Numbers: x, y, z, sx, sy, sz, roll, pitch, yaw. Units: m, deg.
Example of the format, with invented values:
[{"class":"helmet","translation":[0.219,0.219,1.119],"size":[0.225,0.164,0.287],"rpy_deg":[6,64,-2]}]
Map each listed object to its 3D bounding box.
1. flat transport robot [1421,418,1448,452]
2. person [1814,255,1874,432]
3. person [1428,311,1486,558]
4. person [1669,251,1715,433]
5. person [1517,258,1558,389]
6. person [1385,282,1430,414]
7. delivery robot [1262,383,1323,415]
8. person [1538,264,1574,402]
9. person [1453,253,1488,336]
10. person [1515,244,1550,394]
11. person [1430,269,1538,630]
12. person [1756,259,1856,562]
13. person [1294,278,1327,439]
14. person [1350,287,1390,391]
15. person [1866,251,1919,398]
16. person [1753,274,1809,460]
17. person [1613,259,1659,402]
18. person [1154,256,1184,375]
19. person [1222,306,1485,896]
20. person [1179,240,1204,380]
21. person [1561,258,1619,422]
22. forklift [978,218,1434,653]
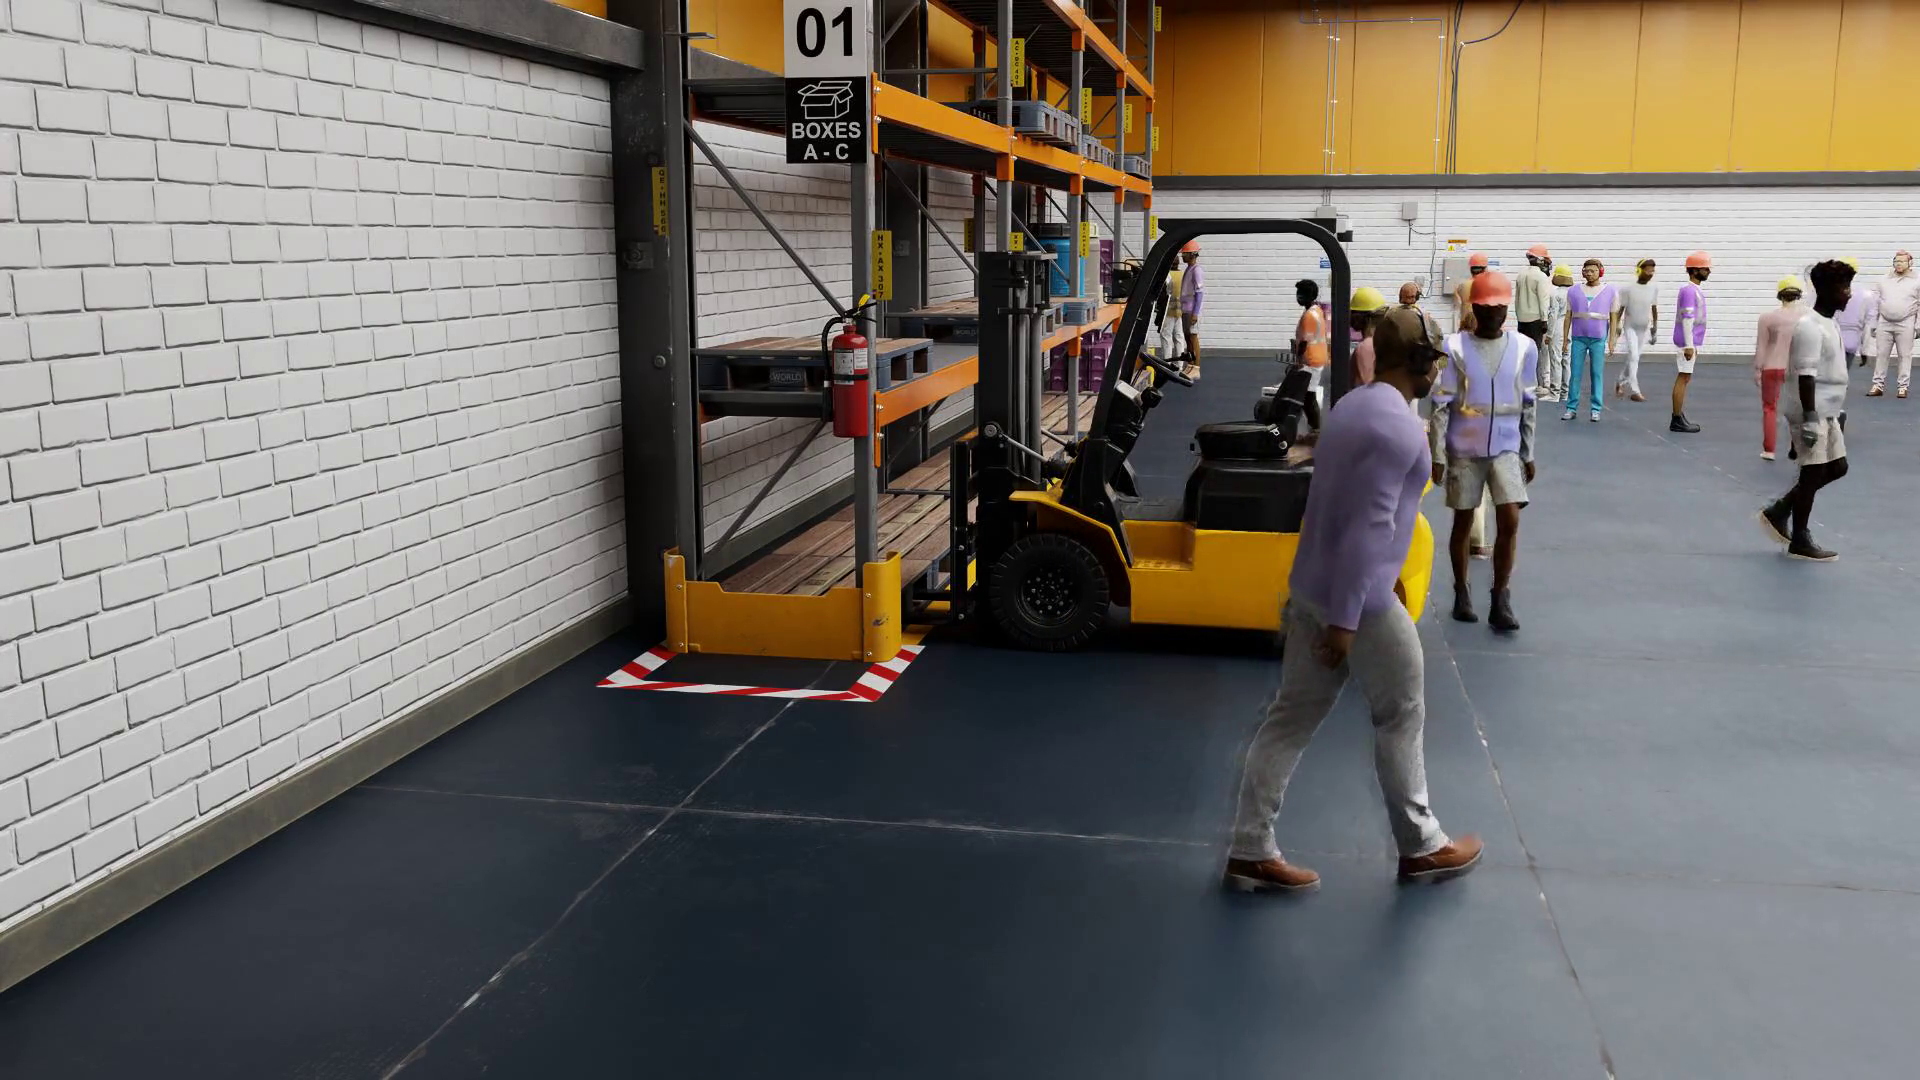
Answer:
[{"class":"flat transport robot","translation":[4.648,-1.057,16.594],"size":[0.652,0.197,1.431],"rpy_deg":[5,12,27]},{"class":"person","translation":[9.364,-2.069,17.680],"size":[0.591,1.904,0.816],"rpy_deg":[2,10,9]},{"class":"person","translation":[3.372,-0.707,11.010],"size":[0.522,1.603,0.673],"rpy_deg":[-3,11,-16]},{"class":"person","translation":[7.872,-2.130,17.903],"size":[0.362,1.939,0.542],"rpy_deg":[5,11,25]},{"class":"person","translation":[7.989,-2.993,22.901],"size":[0.629,1.843,0.429],"rpy_deg":[3,11,14]},{"class":"person","translation":[4.557,-1.811,17.014],"size":[0.511,1.630,0.317],"rpy_deg":[9,14,40]},{"class":"delivery robot","translation":[3.724,-1.615,18.617],"size":[0.707,0.478,0.477],"rpy_deg":[-6,12,-32]},{"class":"person","translation":[7.635,-2.636,21.206],"size":[0.487,1.746,0.287],"rpy_deg":[-8,13,-37]},{"class":"person","translation":[6.499,-2.659,20.977],"size":[0.549,1.892,1.009],"rpy_deg":[8,13,36]},{"class":"person","translation":[7.669,-2.953,22.261],"size":[0.385,1.994,0.611],"rpy_deg":[-3,11,-17]},{"class":"person","translation":[2.804,-0.464,8.829],"size":[0.586,1.913,0.758],"rpy_deg":[1,10,4]},{"class":"person","translation":[5.525,-0.834,10.766],"size":[0.463,1.948,0.639],"rpy_deg":[8,13,37]},{"class":"person","translation":[3.489,-1.778,16.678],"size":[0.395,1.675,0.544],"rpy_deg":[4,11,19]},{"class":"person","translation":[2.631,-0.755,10.835],"size":[0.316,1.769,0.523],"rpy_deg":[6,12,29]},{"class":"person","translation":[12.226,-2.810,21.718],"size":[0.649,1.907,0.409],"rpy_deg":[10,14,43]},{"class":"person","translation":[7.640,-1.577,15.393],"size":[0.530,1.748,0.628],"rpy_deg":[3,11,14]},{"class":"person","translation":[8.662,-2.706,21.416],"size":[0.582,1.824,0.918],"rpy_deg":[-2,10,-9]},{"class":"person","translation":[3.163,-3.379,25.015],"size":[0.636,1.842,0.429],"rpy_deg":[-8,13,-36]},{"class":"person","translation":[1.292,0.205,5.294],"size":[0.991,1.864,0.638],"rpy_deg":[-2,11,-11]},{"class":"person","translation":[3.367,-3.376,24.444],"size":[0.375,2.042,0.615],"rpy_deg":[-2,10,-8]},{"class":"person","translation":[7.164,-2.273,18.940],"size":[0.570,1.844,0.377],"rpy_deg":[6,12,30]},{"class":"forklift","translation":[1.285,-0.567,8.635],"size":[2.313,2.155,1.214],"rpy_deg":[2,11,11]}]
